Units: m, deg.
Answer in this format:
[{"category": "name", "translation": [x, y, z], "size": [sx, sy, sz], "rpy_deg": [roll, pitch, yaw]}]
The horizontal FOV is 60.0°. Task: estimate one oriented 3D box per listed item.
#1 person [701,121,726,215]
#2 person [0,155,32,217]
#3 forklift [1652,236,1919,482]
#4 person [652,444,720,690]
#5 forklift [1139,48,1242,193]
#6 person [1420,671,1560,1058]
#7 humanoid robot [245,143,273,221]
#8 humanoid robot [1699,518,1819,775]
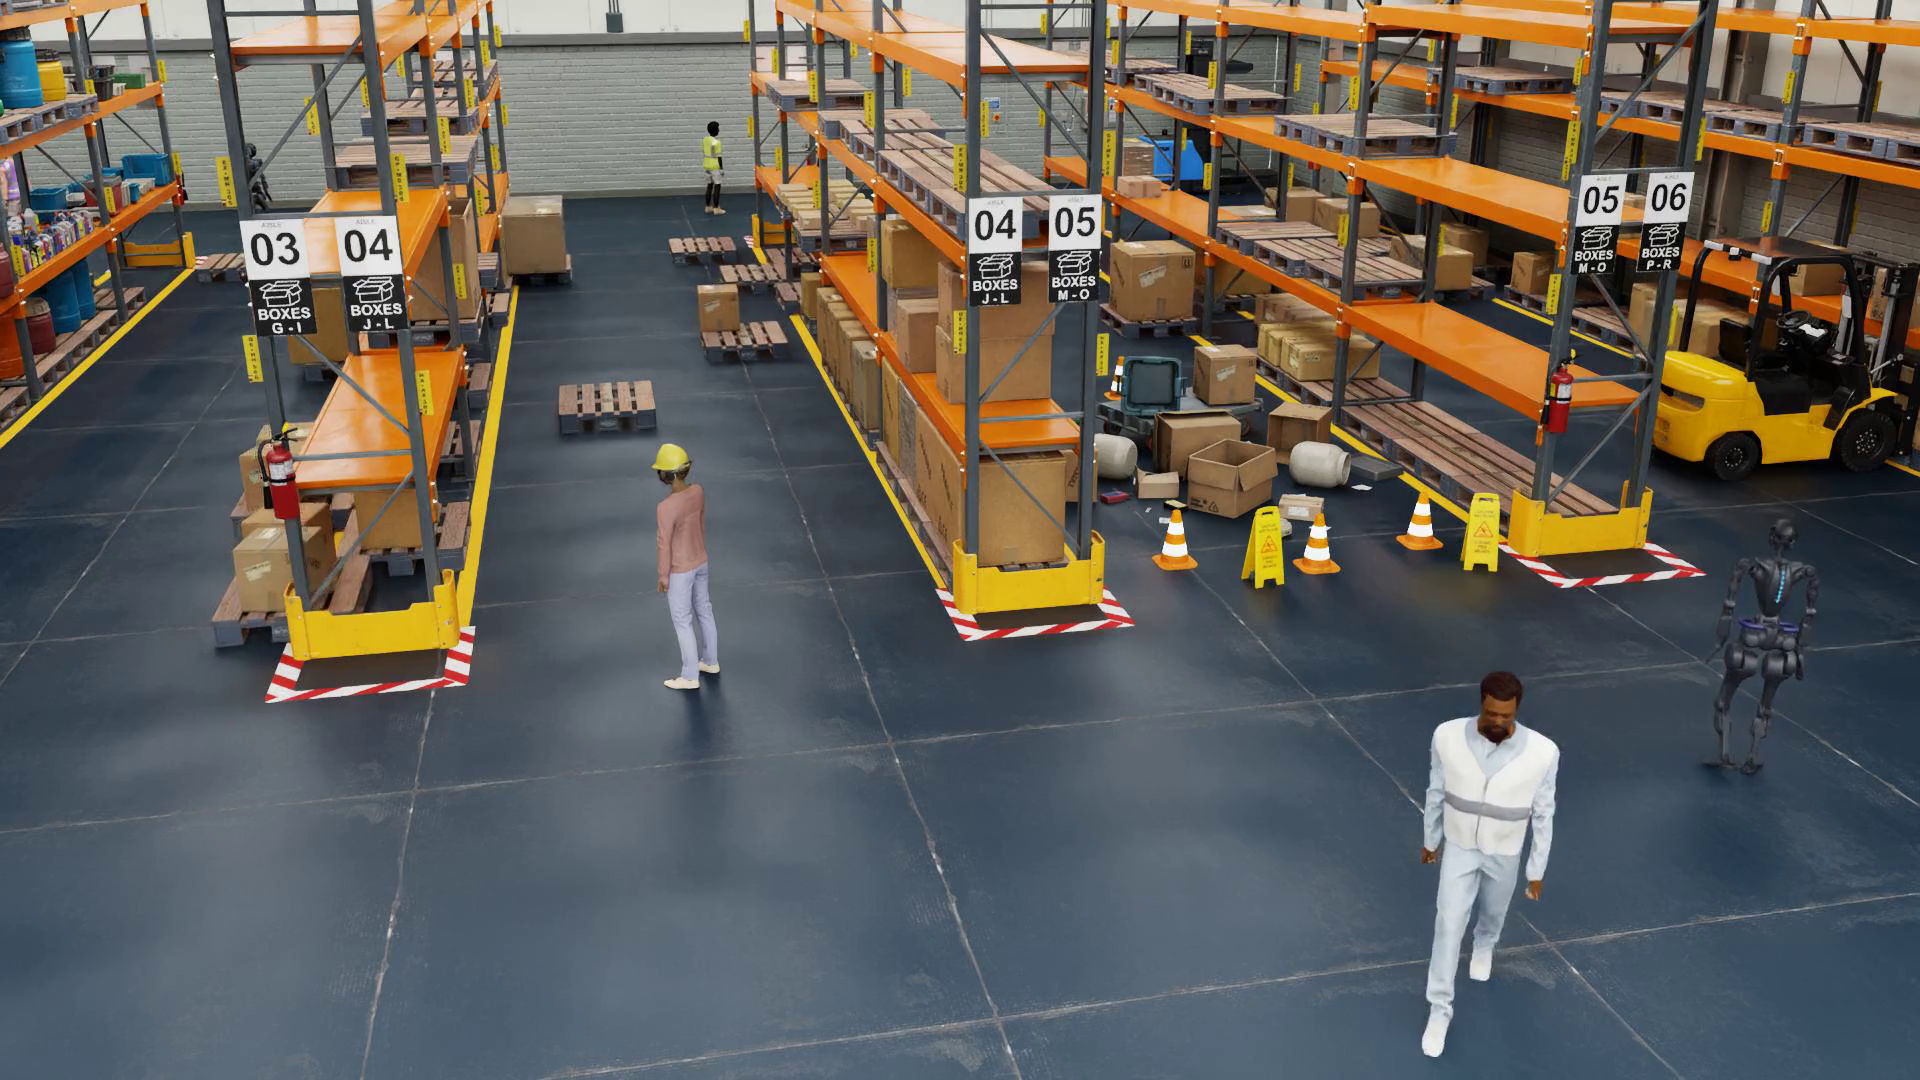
[{"category": "person", "translation": [-4.530, -6.834, 30.567], "size": [0.319, 1.687, 0.538], "rpy_deg": [-19, 28, -41]}, {"category": "person", "translation": [-15.369, -5.563, 27.148], "size": [0.348, 1.688, 0.492], "rpy_deg": [11, 23, 27]}, {"category": "forklift", "translation": [8.013, -1.814, 16.330], "size": [2.313, 2.155, 1.214], "rpy_deg": [-4, 21, -12]}, {"category": "person", "translation": [-1.943, 0.181, 11.581], "size": [0.338, 1.759, 0.521], "rpy_deg": [9, 22, 22]}, {"category": "forklift", "translation": [4.566, -8.313, 32.860], "size": [1.873, 2.768, 1.129], "rpy_deg": [-4, 21, -12]}, {"category": "person", "translation": [2.528, 1.450, 8.007], "size": [0.590, 1.871, 0.972], "rpy_deg": [8, 22, 19]}, {"category": "humanoid robot", "translation": [-11.788, -5.793, 27.783], "size": [0.378, 1.642, 0.609], "rpy_deg": [7, 21, 18]}, {"category": "humanoid robot", "translation": [4.997, 0.671, 10.370], "size": [0.583, 1.638, 0.398], "rpy_deg": [2, 21, 6]}]
